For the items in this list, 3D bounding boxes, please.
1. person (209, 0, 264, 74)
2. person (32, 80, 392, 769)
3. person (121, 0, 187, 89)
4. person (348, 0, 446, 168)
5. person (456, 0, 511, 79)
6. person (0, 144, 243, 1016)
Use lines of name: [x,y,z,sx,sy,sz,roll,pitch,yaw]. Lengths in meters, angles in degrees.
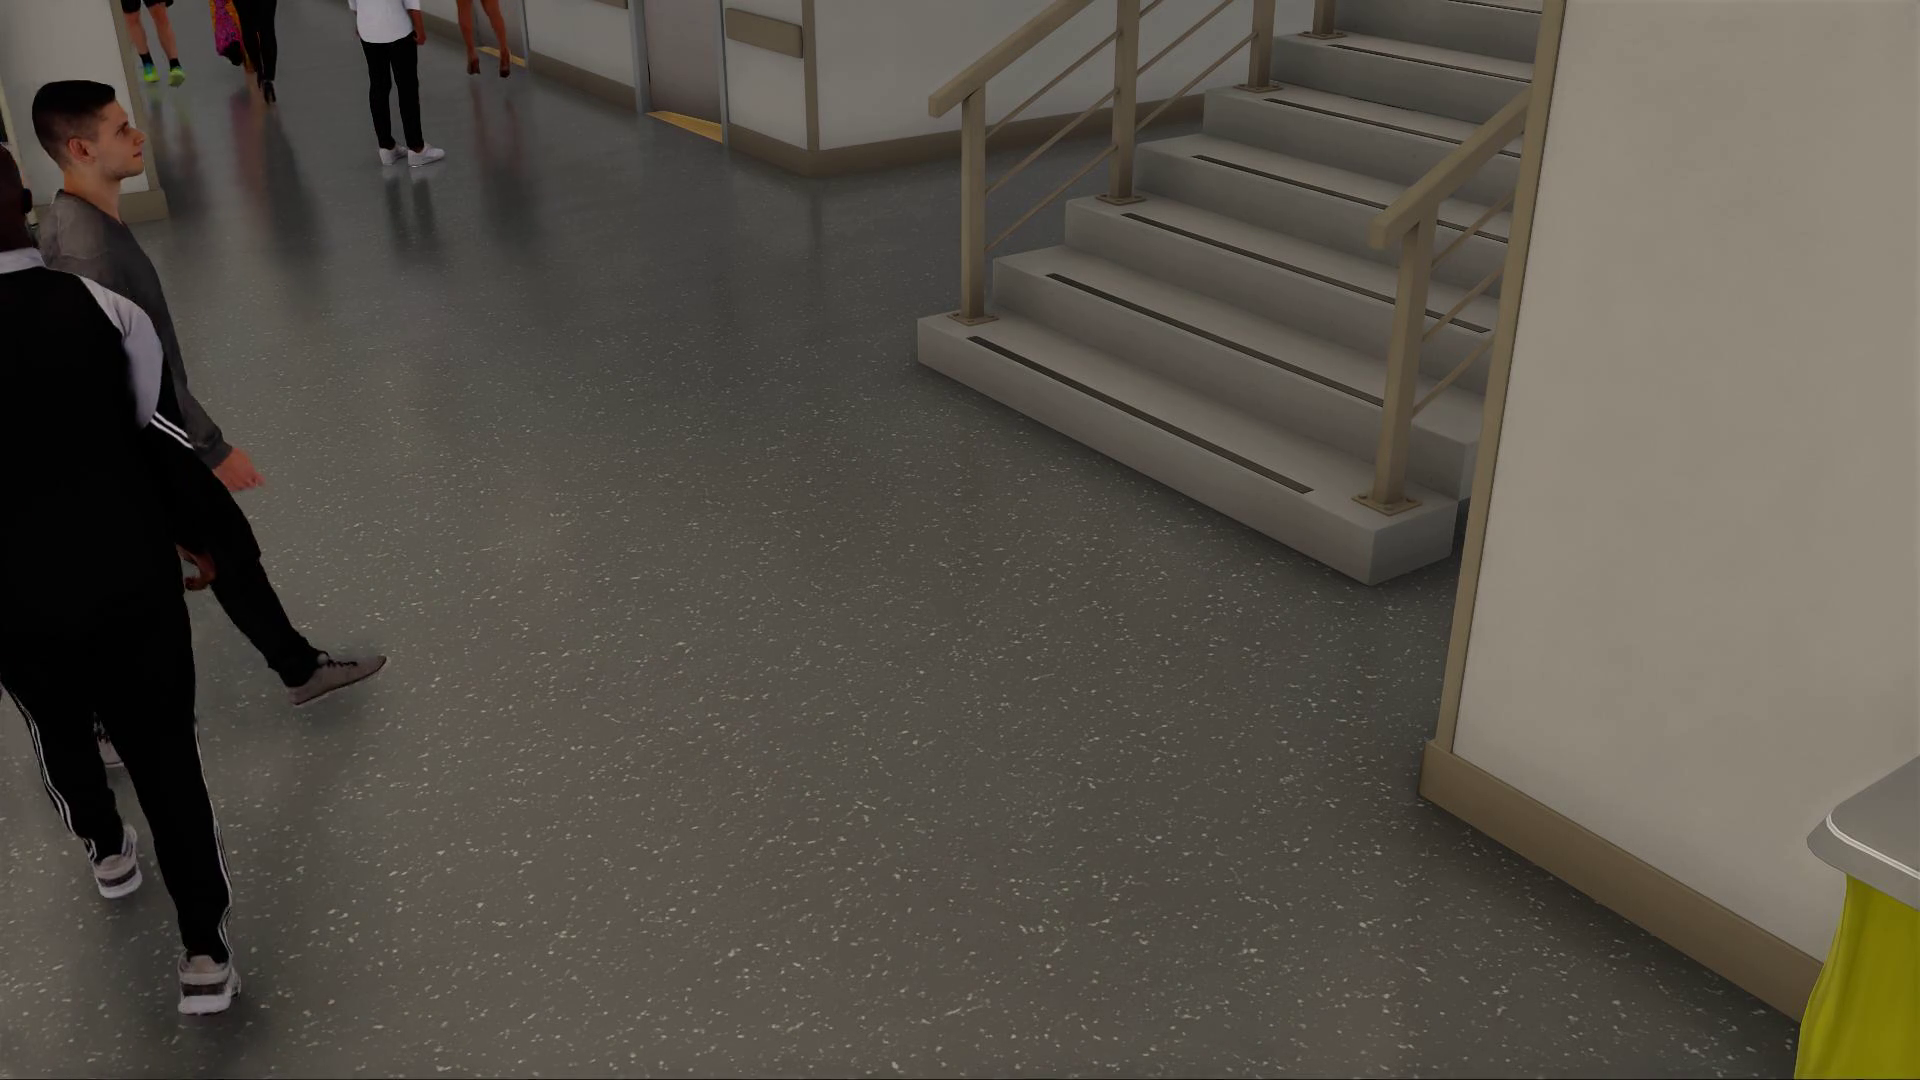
person: [-5.796,-4.569,13.199,0.905,1.667,0.816,-10,28,-20]
person: [-2.102,-0.194,4.066,1.167,1.719,0.784,-10,28,-20]
person: [-6.254,-4.328,12.507,1.082,1.834,0.740,-17,31,-31]
person: [-3.560,-3.245,10.290,0.730,1.810,0.768,7,27,15]
person: [-3.691,-4.324,12.758,0.949,1.610,0.667,-14,29,-27]
person: [-1.742,0.136,3.292,1.141,1.799,0.835,-13,28,-24]
